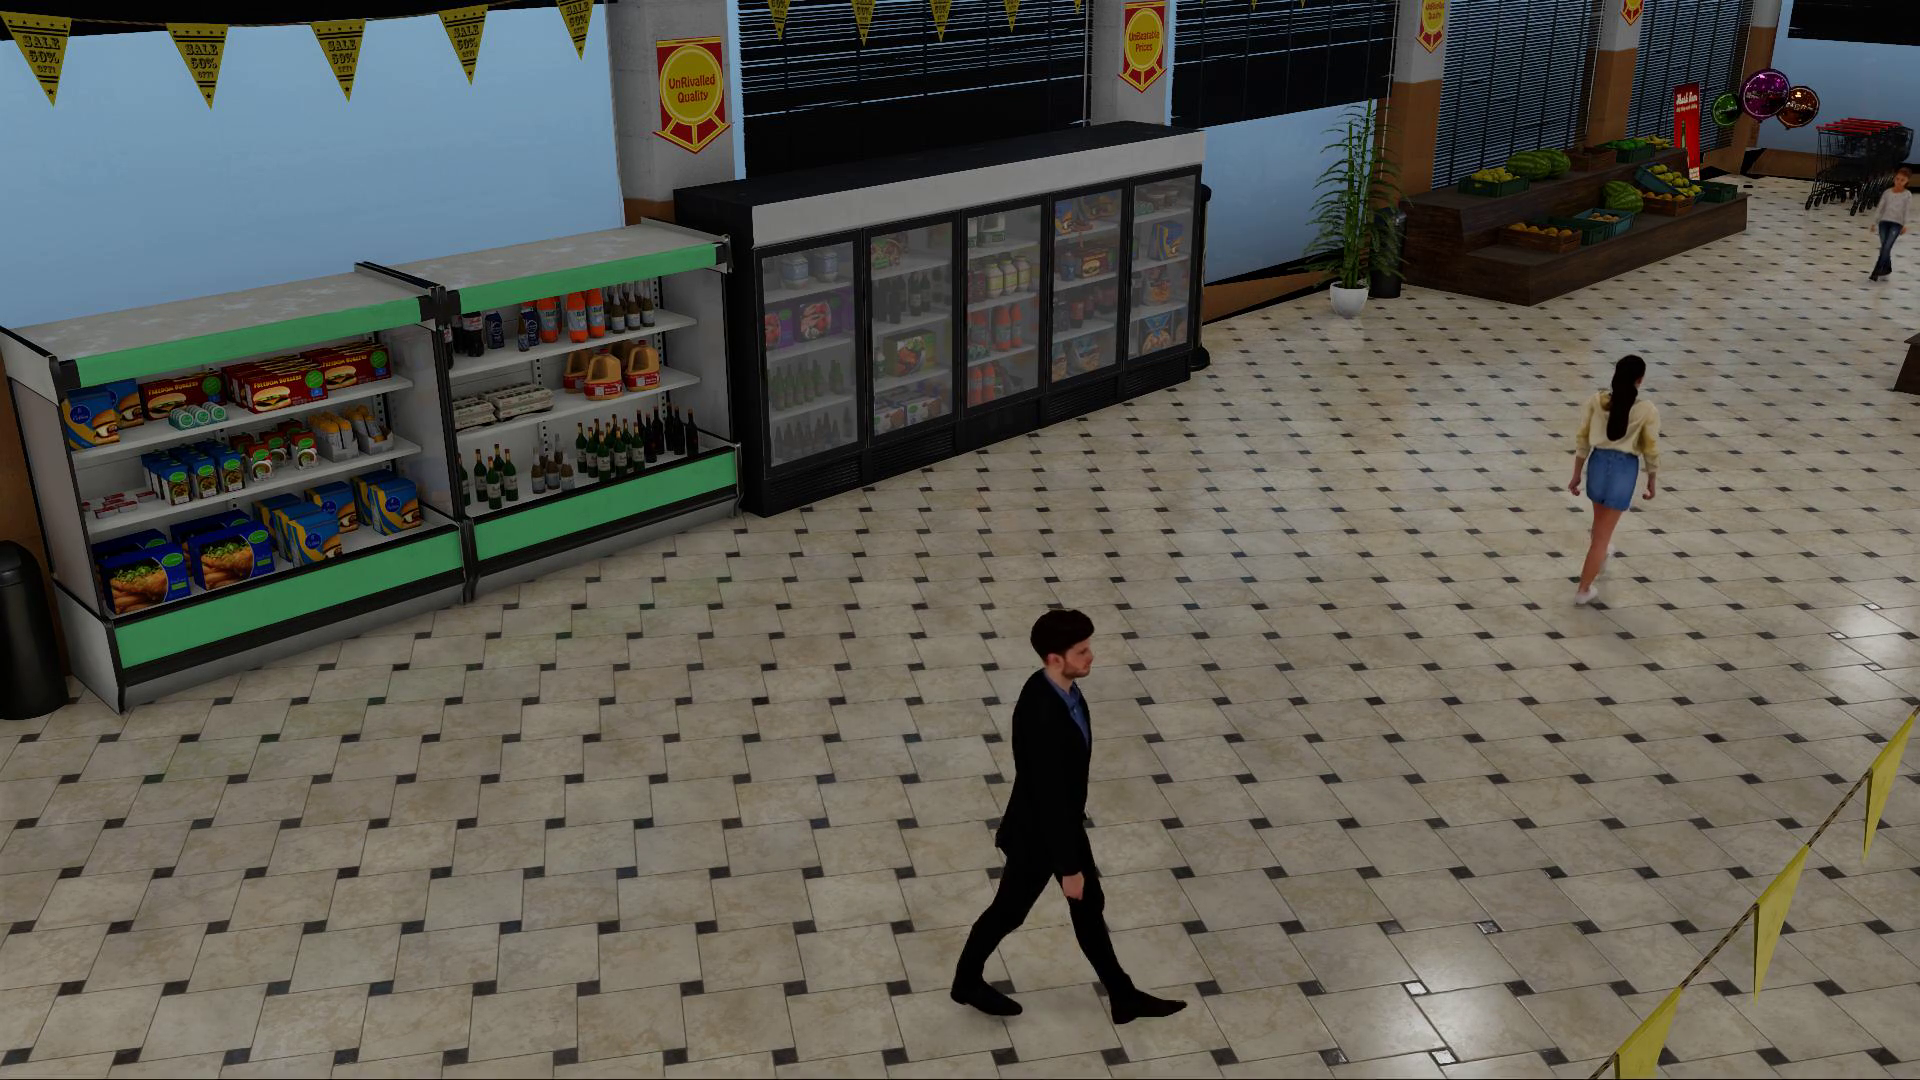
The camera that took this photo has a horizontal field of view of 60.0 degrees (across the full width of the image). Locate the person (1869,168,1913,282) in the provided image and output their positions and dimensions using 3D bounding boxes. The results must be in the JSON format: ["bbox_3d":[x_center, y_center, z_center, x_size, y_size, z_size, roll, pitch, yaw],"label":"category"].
[{"bbox_3d":[10.751,-3.621,19.177,0.516,1.272,0.951,20,29,41],"label":"person"}]

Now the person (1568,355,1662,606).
[{"bbox_3d":[4.118,-0.349,10.602,0.724,1.596,1.046,17,27,36],"label":"person"}]

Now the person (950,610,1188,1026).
[{"bbox_3d":[0.256,1.147,6.559,1.187,1.834,1.271,6,23,14],"label":"person"}]
